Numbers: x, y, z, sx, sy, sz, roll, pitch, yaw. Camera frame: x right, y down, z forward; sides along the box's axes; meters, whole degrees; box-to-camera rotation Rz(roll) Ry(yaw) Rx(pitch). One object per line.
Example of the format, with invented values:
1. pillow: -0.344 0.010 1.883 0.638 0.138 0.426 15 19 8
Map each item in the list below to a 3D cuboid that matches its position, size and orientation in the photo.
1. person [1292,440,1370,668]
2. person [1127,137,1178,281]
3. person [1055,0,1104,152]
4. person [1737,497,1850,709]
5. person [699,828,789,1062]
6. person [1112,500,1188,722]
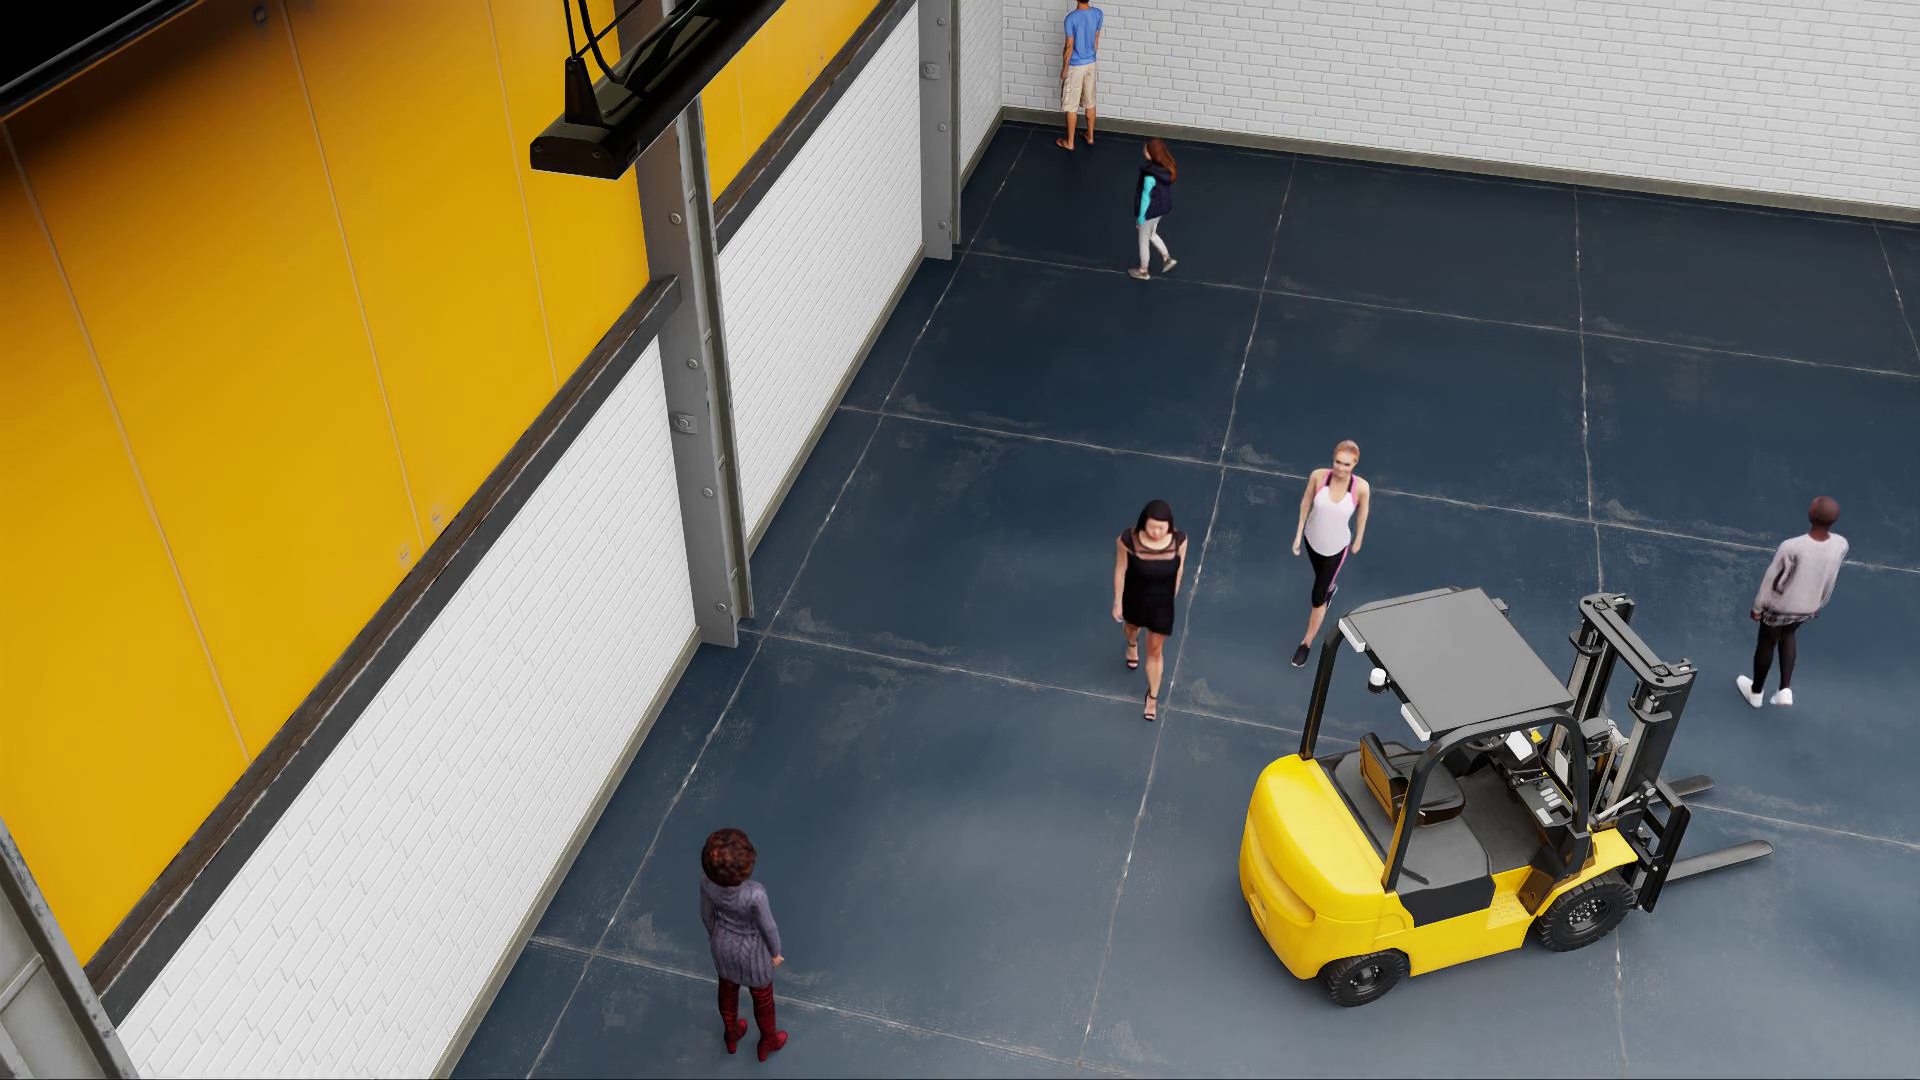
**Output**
1. person: 2.638 -0.025 11.852 0.830 1.748 1.216 21 43 24
2. person: 1.898 -3.172 15.994 0.726 1.496 0.715 19 42 22
3. person: 1.329 -5.212 18.254 0.720 1.864 0.786 -21 43 -24
4. person: 5.637 0.492 11.193 0.742 1.762 0.819 -1 39 -2
5. person: -1.193 2.224 9.068 0.609 1.708 0.543 14 41 17
6. person: 1.265 0.356 11.436 0.797 1.671 1.107 1 39 2
